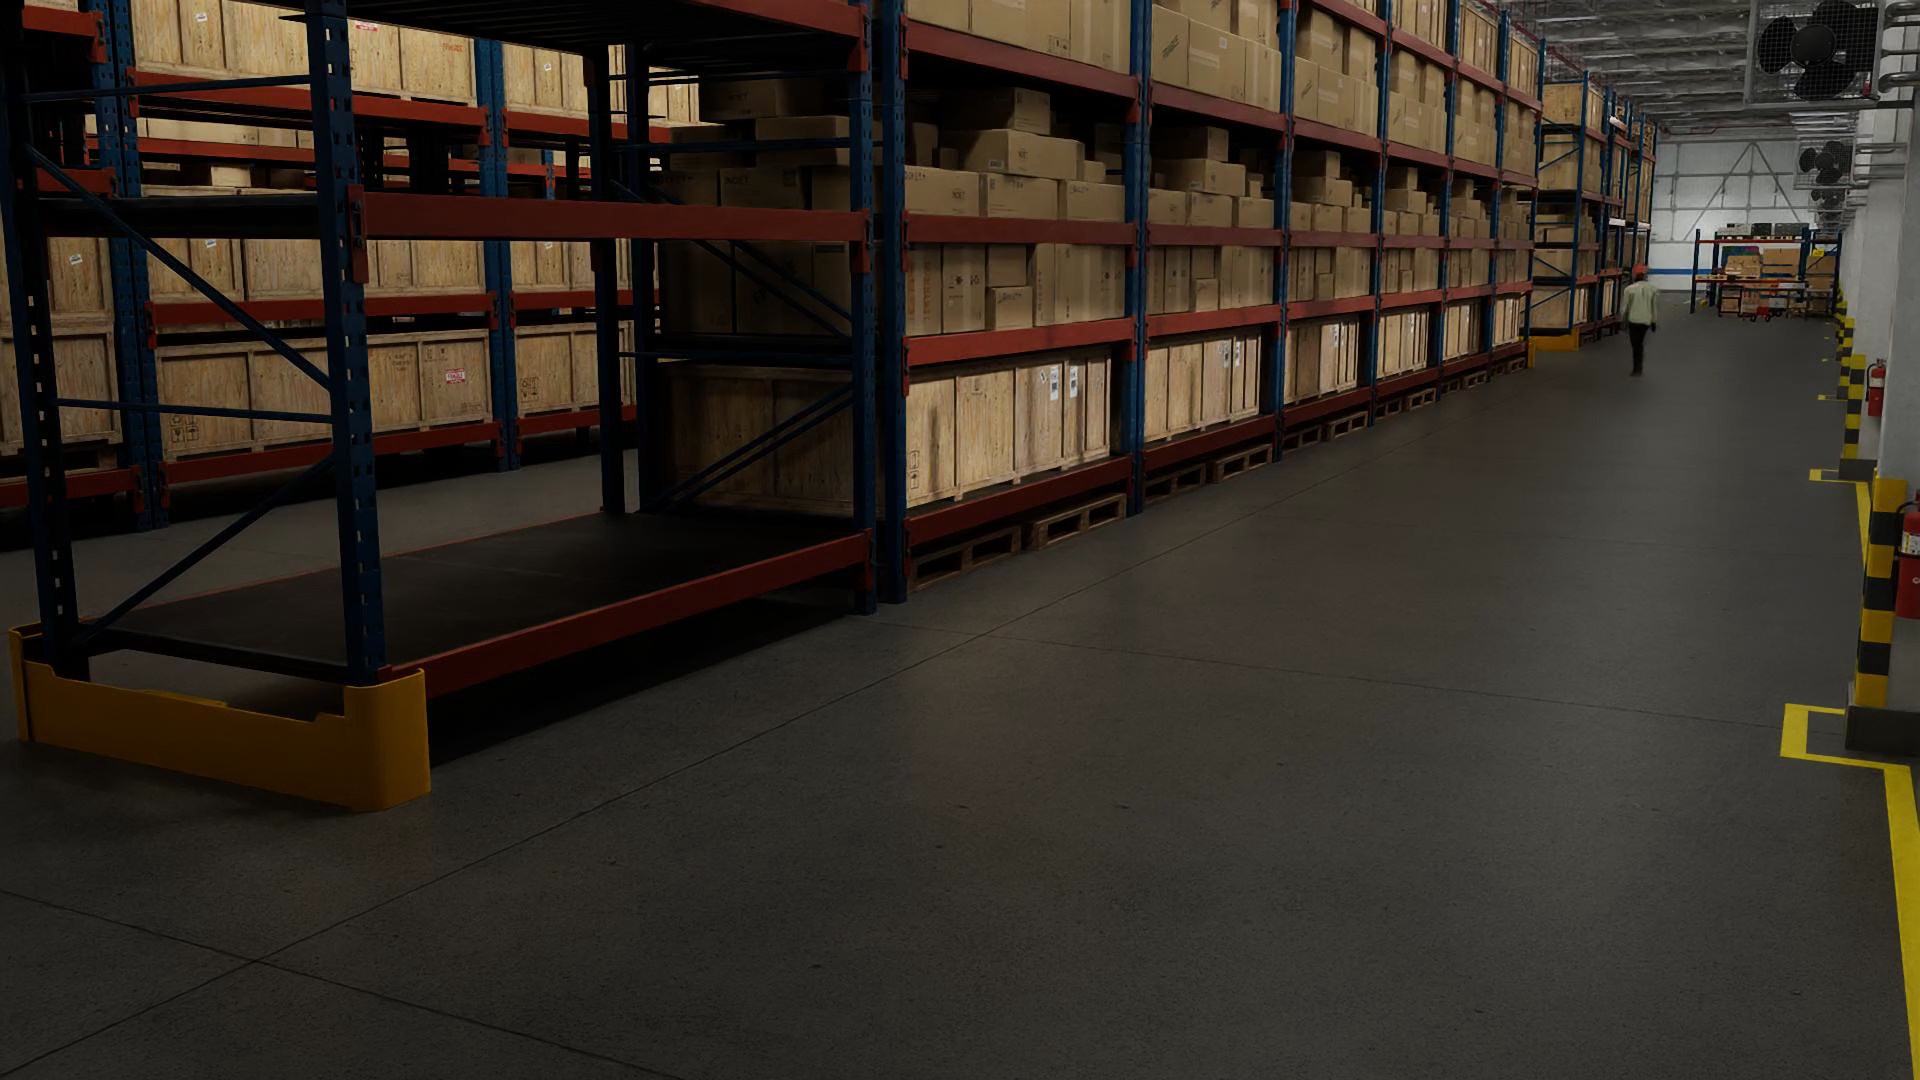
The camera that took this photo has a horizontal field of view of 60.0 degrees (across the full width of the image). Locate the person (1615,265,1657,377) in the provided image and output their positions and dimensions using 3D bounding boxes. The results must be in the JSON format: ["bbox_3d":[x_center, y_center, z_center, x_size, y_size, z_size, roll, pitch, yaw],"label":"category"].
[{"bbox_3d":[11.928,-3.860,29.379,0.611,1.957,0.797,-2,10,-11],"label":"person"}]

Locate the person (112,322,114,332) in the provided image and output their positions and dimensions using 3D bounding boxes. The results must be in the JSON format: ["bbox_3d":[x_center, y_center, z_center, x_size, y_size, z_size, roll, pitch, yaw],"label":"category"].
[{"bbox_3d":[-9.380,-1.842,18.250,0.552,1.751,0.368,6,12,32],"label":"person"}]

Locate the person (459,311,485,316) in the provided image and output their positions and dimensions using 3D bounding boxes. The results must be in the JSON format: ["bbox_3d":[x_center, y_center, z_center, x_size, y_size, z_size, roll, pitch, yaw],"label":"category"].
[{"bbox_3d":[-6.111,-2.416,21.375,0.592,1.828,0.404,-2,10,-9],"label":"person"}]
